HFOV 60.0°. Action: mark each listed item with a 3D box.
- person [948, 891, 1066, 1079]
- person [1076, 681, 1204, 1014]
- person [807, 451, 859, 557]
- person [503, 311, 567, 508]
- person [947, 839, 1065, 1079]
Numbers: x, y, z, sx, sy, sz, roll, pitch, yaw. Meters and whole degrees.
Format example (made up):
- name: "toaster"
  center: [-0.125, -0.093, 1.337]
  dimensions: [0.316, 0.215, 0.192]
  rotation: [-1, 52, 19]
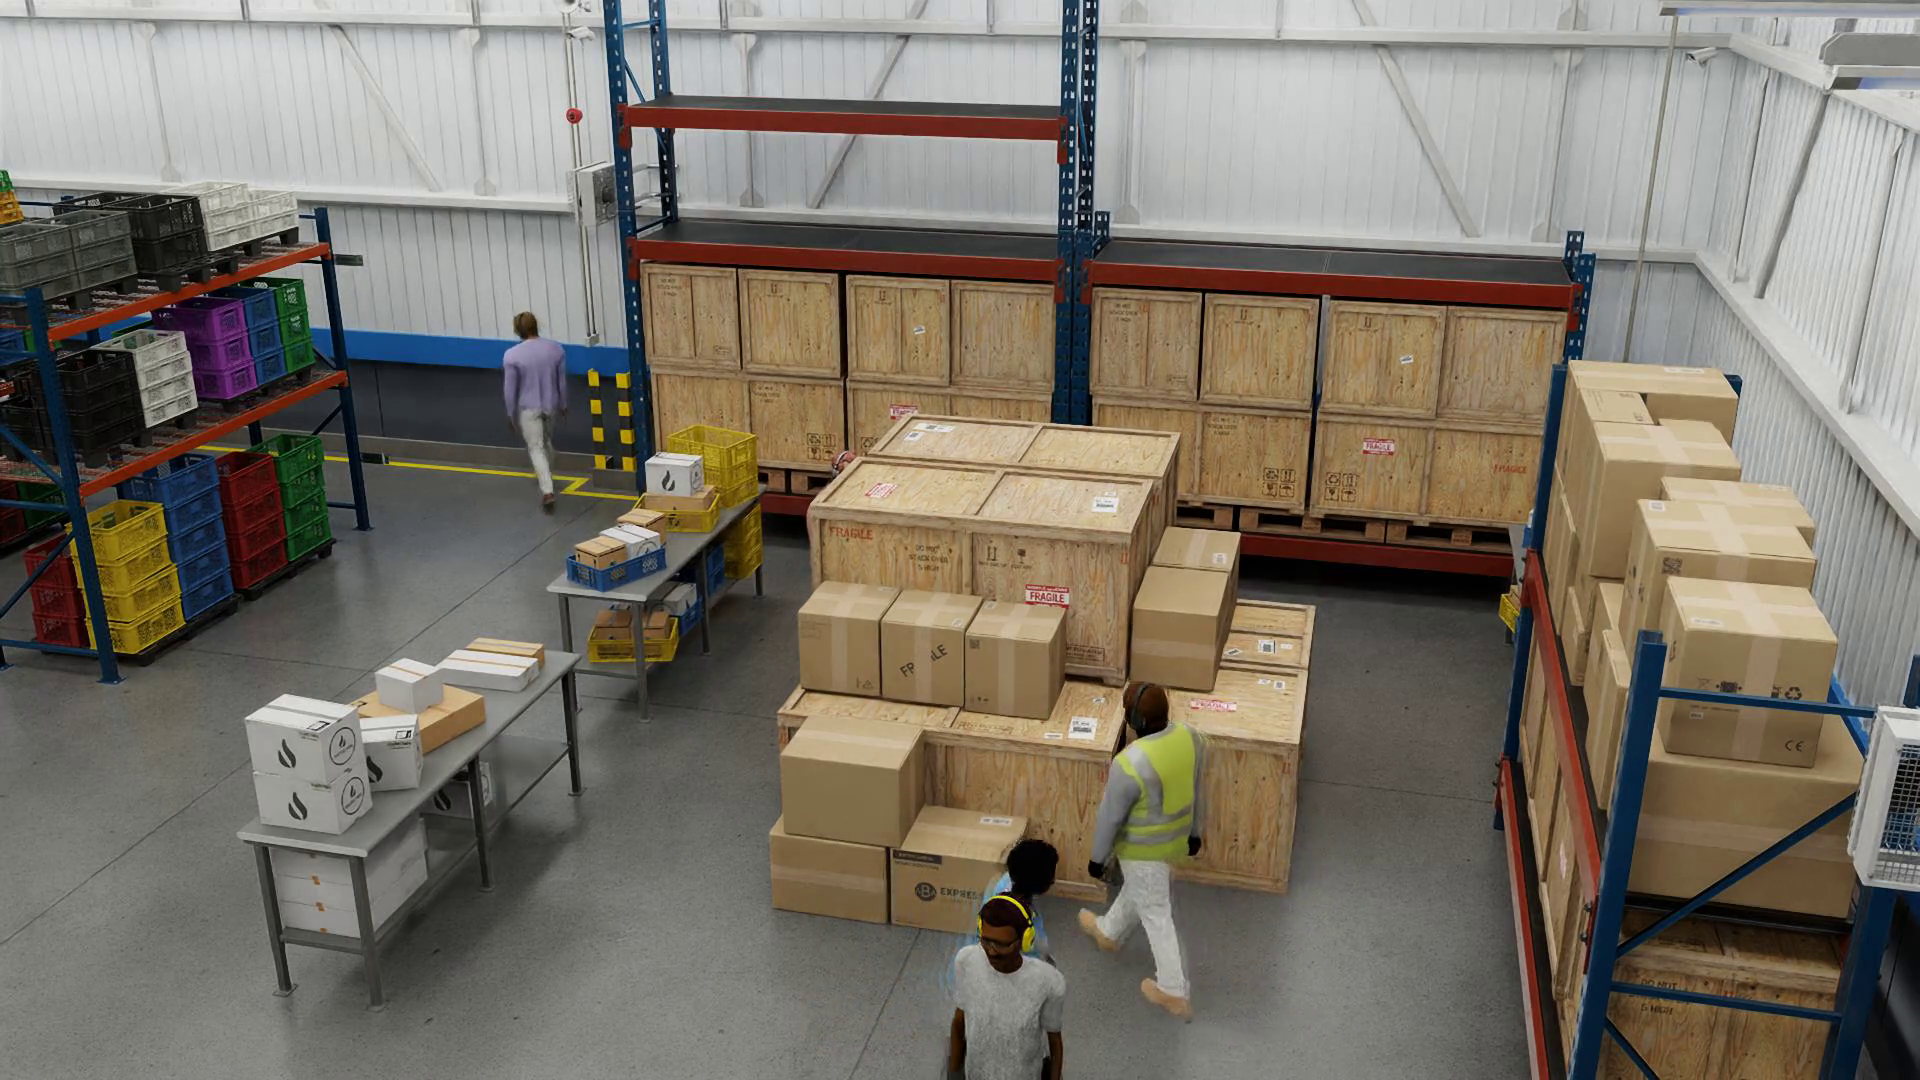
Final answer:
- name: "person"
  center: [0.177, 2.268, 6.848]
  dimensions: [0.521, 1.874, 0.327]
  rotation: [8, 22, 20]
- name: "person"
  center: [0.918, 1.561, 8.807]
  dimensions: [0.929, 1.789, 0.645]
  rotation: [19, 28, 40]
- name: "person"
  center: [-0.801, 0.257, 12.083]
  dimensions: [0.401, 1.900, 0.636]
  rotation: [16, 26, 36]
- name: "person"
  center: [-4.076, -1.282, 16.128]
  dimensions: [0.650, 1.892, 0.948]
  rotation: [-17, 26, -37]
- name: "person"
  center: [0.307, 2.073, 7.662]
  dimensions: [0.893, 1.630, 0.541]
  rotation: [-4, 21, -11]
